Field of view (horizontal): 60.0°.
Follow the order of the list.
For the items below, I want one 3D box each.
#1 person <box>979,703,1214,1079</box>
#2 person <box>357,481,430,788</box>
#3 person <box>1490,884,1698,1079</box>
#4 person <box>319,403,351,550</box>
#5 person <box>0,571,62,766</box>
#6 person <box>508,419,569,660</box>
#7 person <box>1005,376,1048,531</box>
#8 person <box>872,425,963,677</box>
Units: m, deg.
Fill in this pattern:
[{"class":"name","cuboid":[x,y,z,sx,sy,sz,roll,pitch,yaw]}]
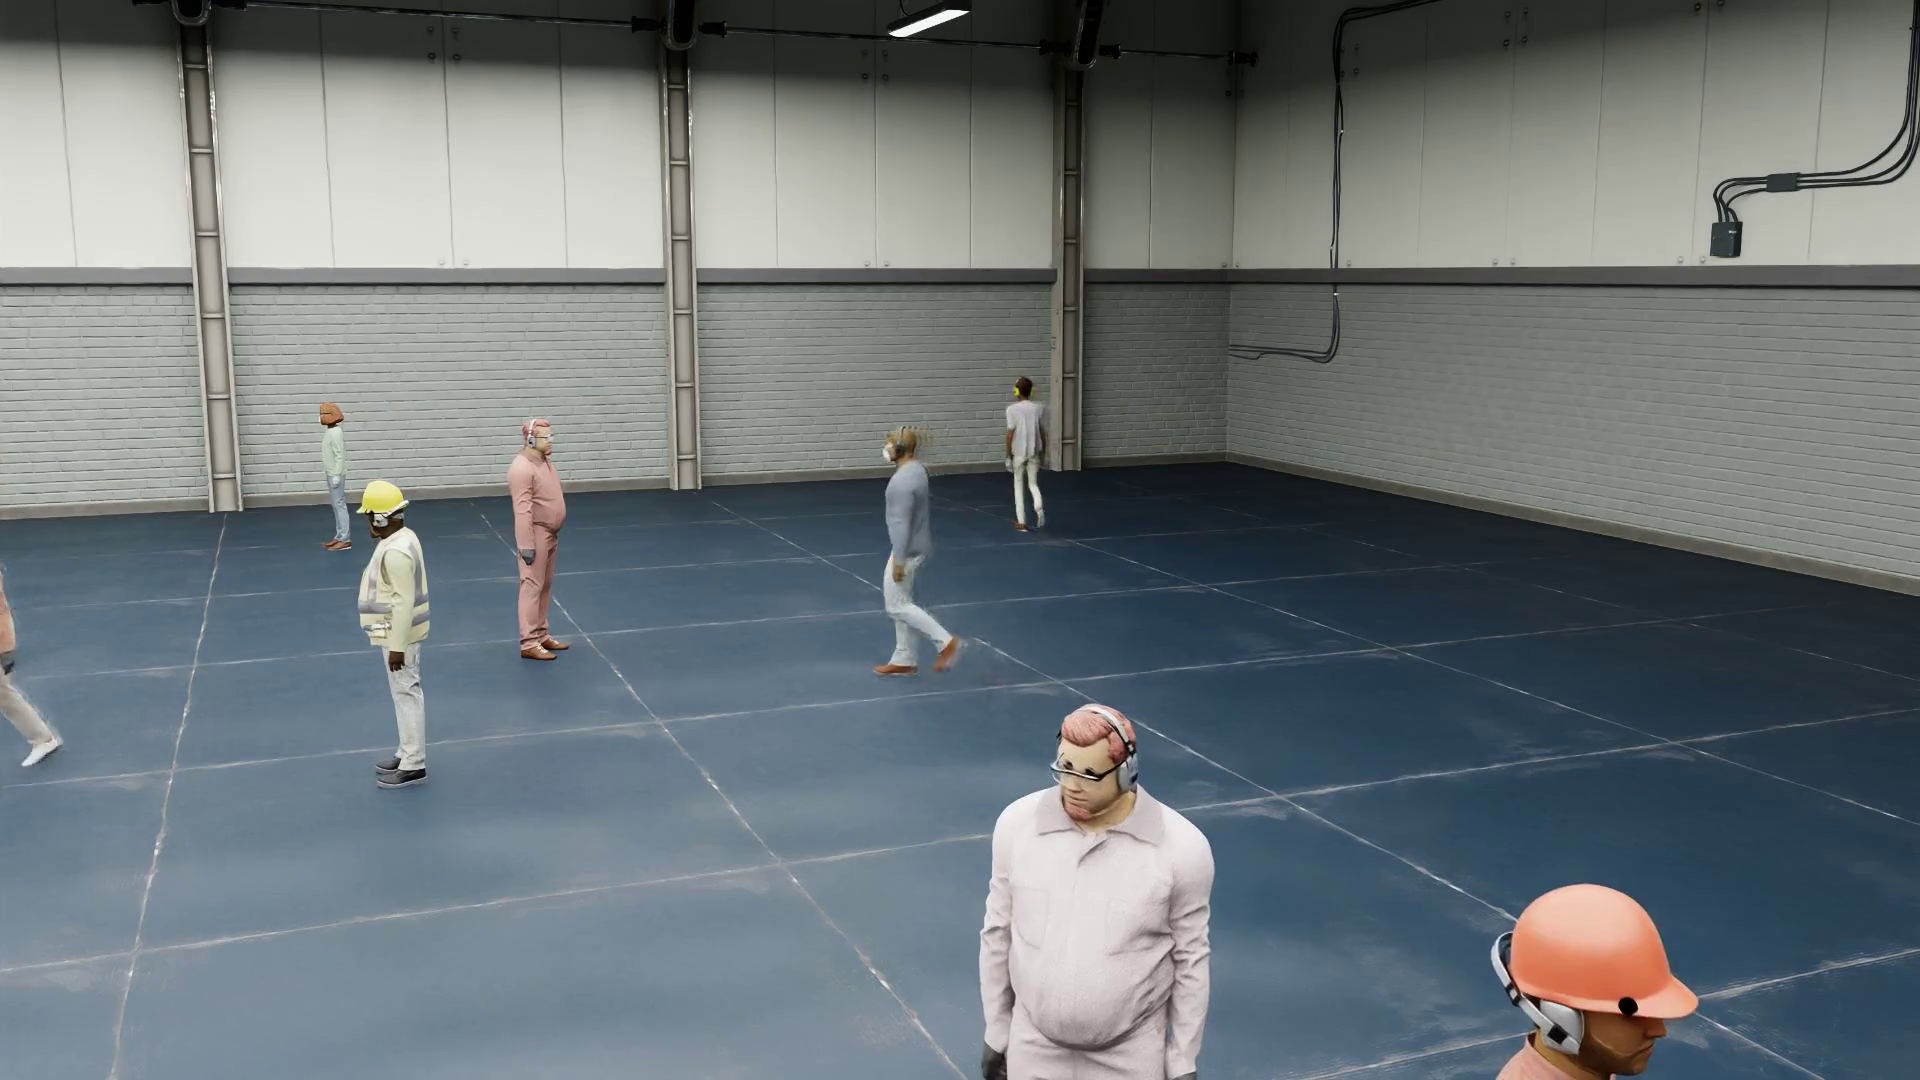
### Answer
[{"class":"person","cuboid":[0.348,1.375,4.528,0.636,1.902,0.406,3,9,17]},{"class":"person","cuboid":[-3.363,0.555,9.900,0.404,1.827,0.589,-3,9,-17]},{"class":"person","cuboid":[1.055,1.573,2.983,0.387,1.996,0.611,6,11,32]},{"class":"person","cuboid":[-6.937,-0.706,18.425,0.274,1.632,0.507,-5,10,-29]},{"class":"person","cuboid":[-5.853,0.641,10.052,0.567,1.601,0.762,7,12,38]},{"class":"person","cuboid":[-3.330,-0.013,13.220,0.403,1.906,0.651,0,9,3]},{"class":"person","cuboid":[0.790,-0.999,19.568,0.530,1.850,0.578,-3,9,-17]},{"class":"person","cuboid":[-0.333,0.104,12.411,0.607,1.926,0.639,1,9,6]}]
